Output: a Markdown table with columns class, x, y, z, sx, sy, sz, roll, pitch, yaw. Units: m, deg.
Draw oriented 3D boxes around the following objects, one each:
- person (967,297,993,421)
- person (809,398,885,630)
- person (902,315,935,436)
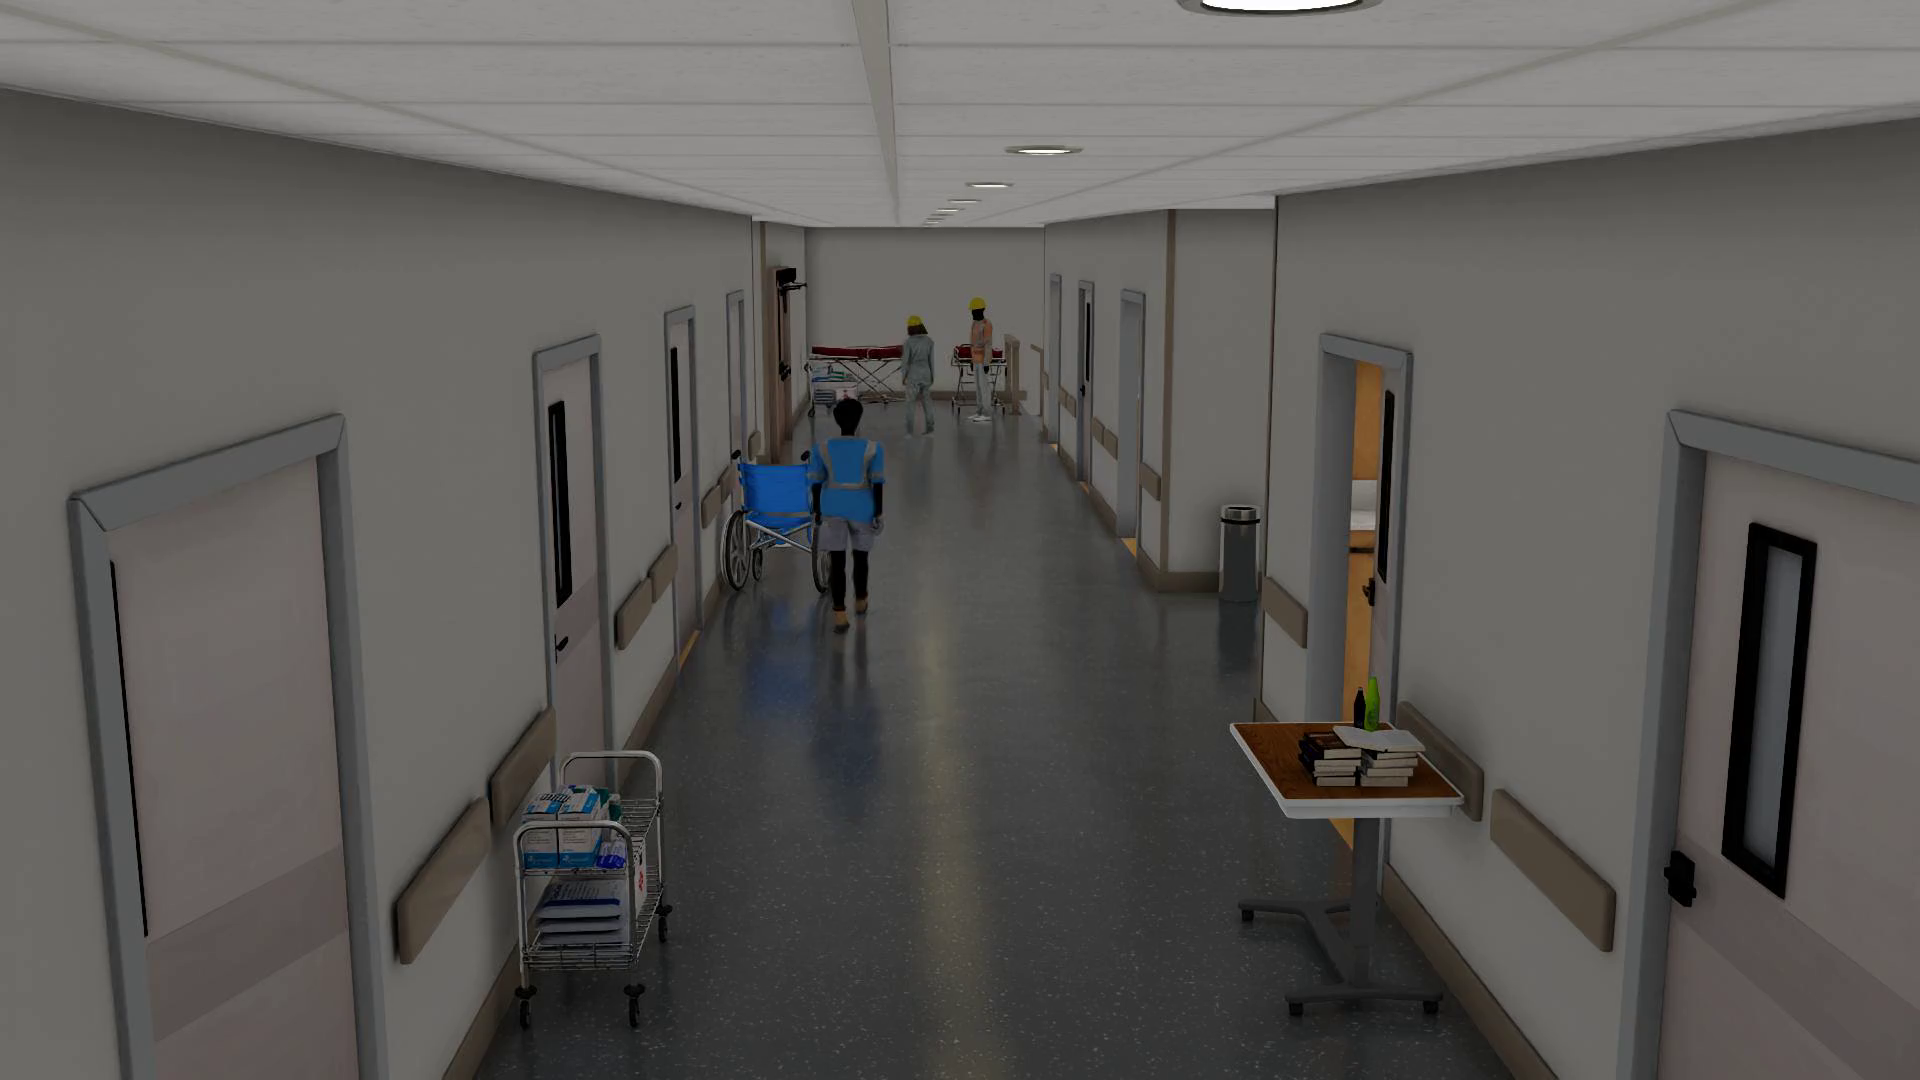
| class | x | y | z | sx | sy | sz | roll | pitch | yaw |
| --- | --- | --- | --- | --- | --- | --- | --- | --- | --- |
| person | 0.304 | -2.799 | 25.806 | 0.394 | 1.918 | 0.585 | -4 | 11 | -22 |
| person | -0.817 | -0.203 | 12.075 | 0.547 | 1.648 | 0.867 | 0 | 10 | -1 |
| person | -0.602 | -2.345 | 23.789 | 0.516 | 1.730 | 0.347 | -6 | 12 | -31 |
